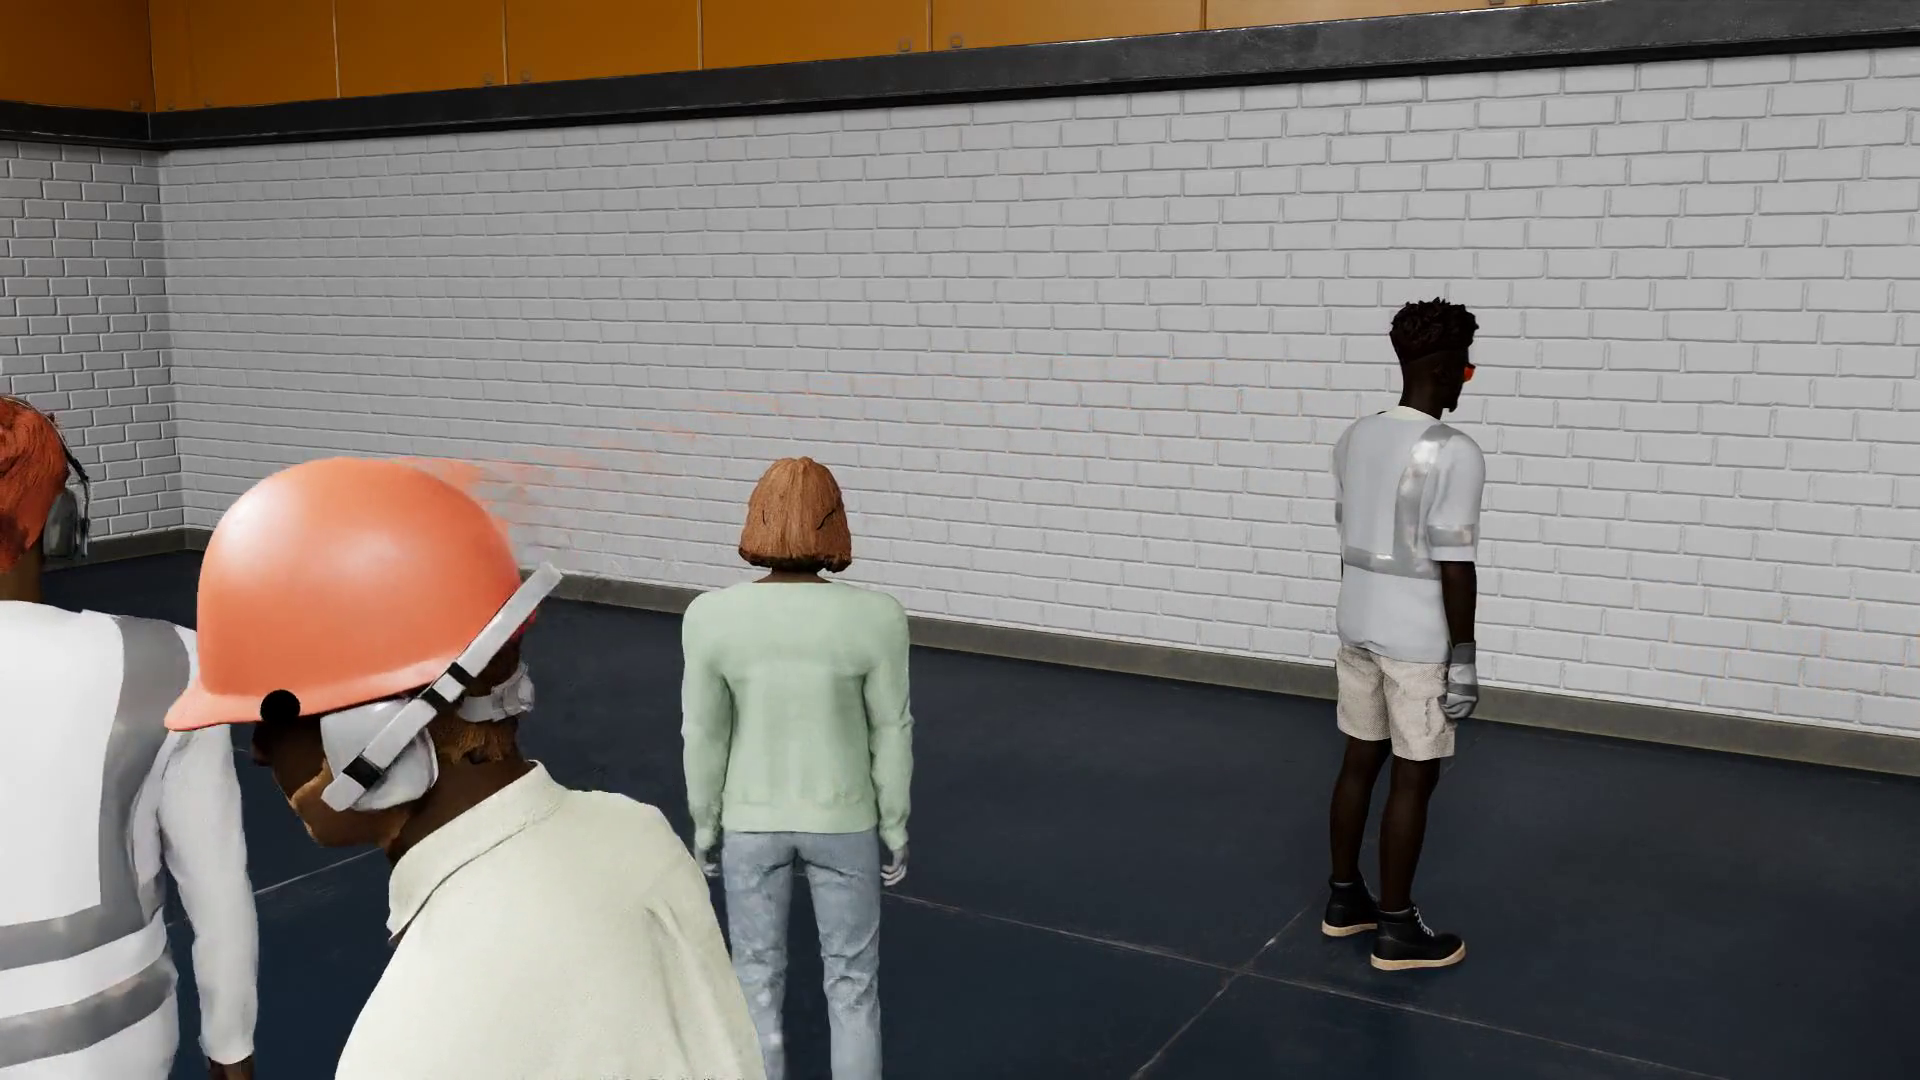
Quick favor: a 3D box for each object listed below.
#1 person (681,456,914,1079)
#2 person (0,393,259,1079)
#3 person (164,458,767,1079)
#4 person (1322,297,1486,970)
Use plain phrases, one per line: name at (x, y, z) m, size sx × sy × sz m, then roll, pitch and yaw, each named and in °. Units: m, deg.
person at (-0.350, 0.634, 3.630) m, size 0.501 × 1.633 × 0.281 m, roll 1°, pitch 9°, yaw 3°
person at (-1.290, 0.728, 2.308) m, size 0.609 × 1.868 × 0.417 m, roll -5°, pitch 10°, yaw -29°
person at (-0.252, 0.860, 1.488) m, size 1.205 × 1.891 × 0.636 m, roll 1°, pitch 9°, yaw 8°
person at (1.313, 0.274, 4.884) m, size 0.379 × 1.958 × 0.607 m, roll -4°, pitch 10°, yaw -21°
